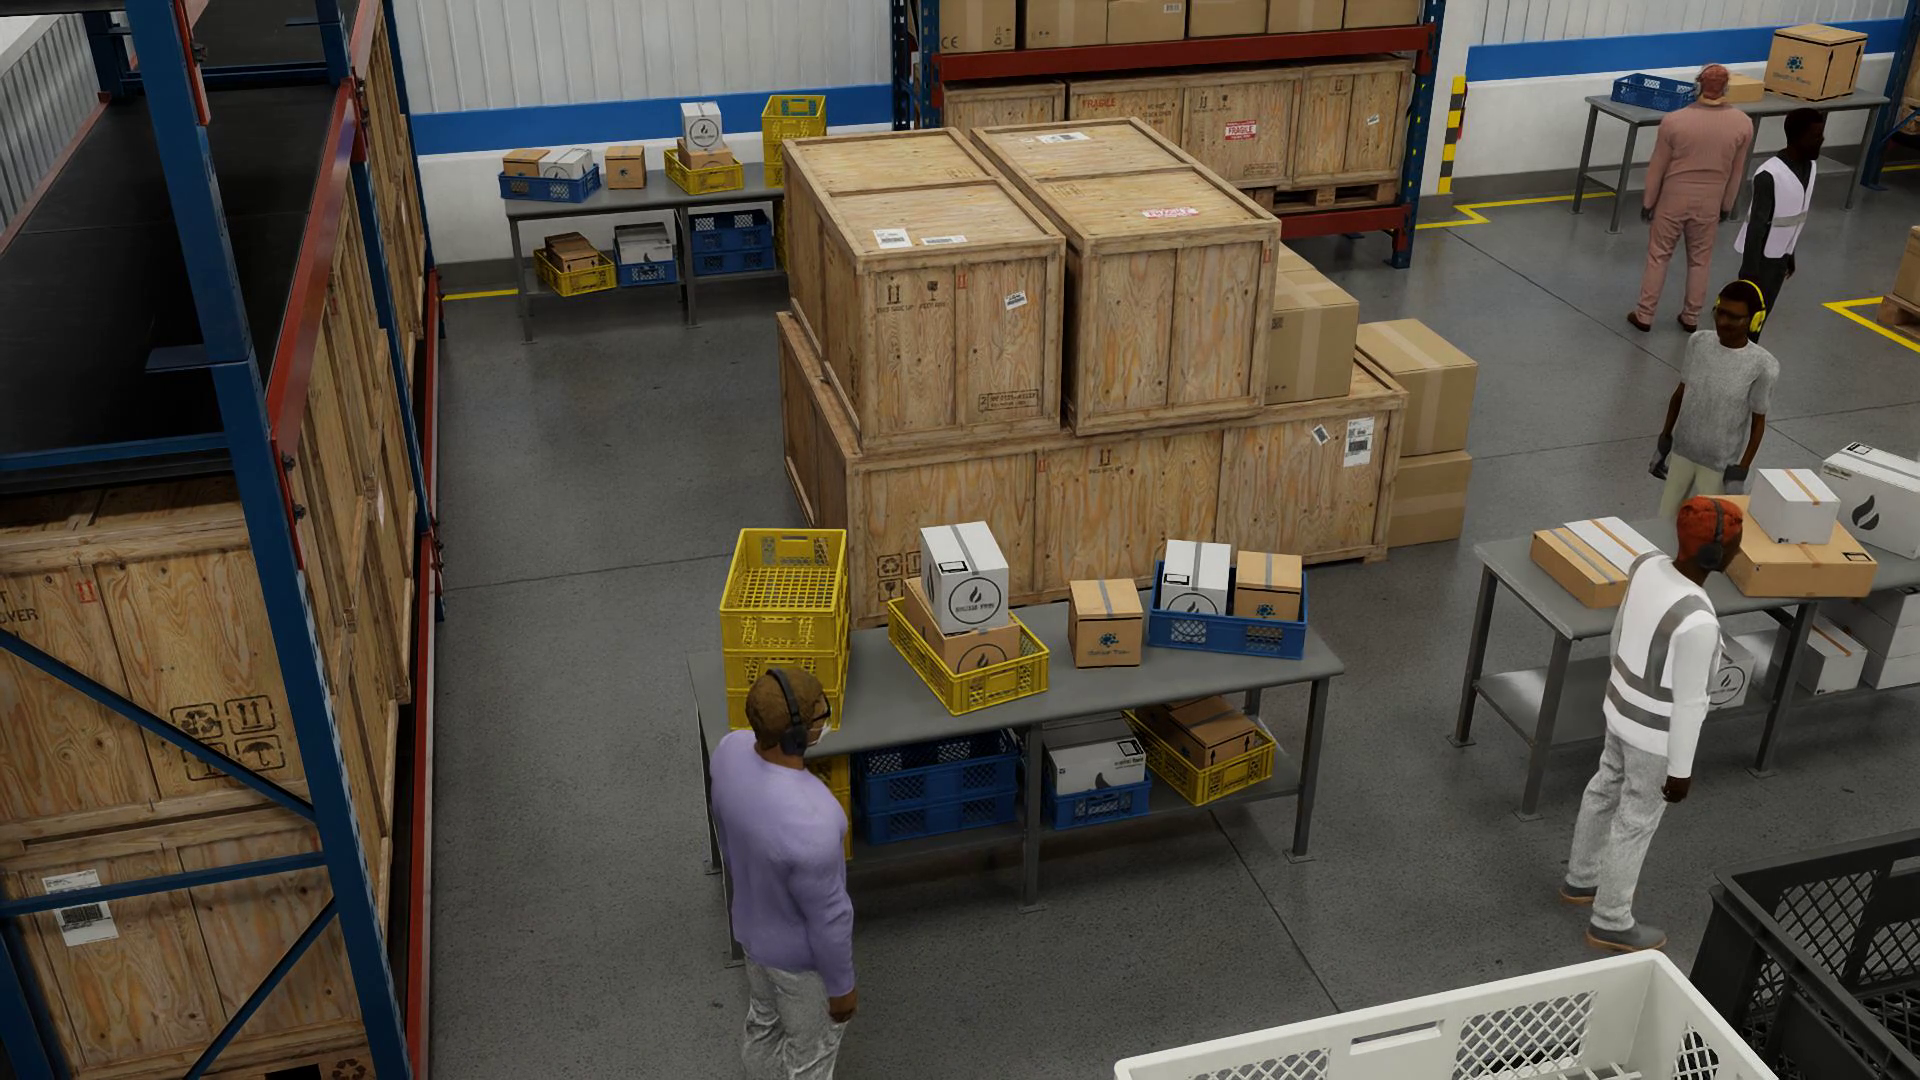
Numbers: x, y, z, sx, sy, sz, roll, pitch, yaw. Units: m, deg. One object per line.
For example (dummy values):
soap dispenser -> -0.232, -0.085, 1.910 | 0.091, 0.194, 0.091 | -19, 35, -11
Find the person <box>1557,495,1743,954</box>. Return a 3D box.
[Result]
person -> 2.568, 0.687, 6.180 | 0.337, 1.883, 0.584 | -1, 29, -2

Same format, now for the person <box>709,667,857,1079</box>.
person -> -0.511, 1.223, 5.153 | 0.373, 1.940, 0.628 | -19, 34, -31

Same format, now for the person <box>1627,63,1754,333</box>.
person -> 5.170, -2.415, 11.805 | 0.639, 1.898, 0.397 | 3, 29, 6

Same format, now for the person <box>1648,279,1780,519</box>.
person -> 3.628, -0.390, 8.149 | 0.328, 1.875, 0.513 | -18, 34, -30

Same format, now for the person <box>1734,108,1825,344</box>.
person -> 5.197, -1.825, 10.704 | 0.594, 1.921, 0.387 | -23, 36, -35
